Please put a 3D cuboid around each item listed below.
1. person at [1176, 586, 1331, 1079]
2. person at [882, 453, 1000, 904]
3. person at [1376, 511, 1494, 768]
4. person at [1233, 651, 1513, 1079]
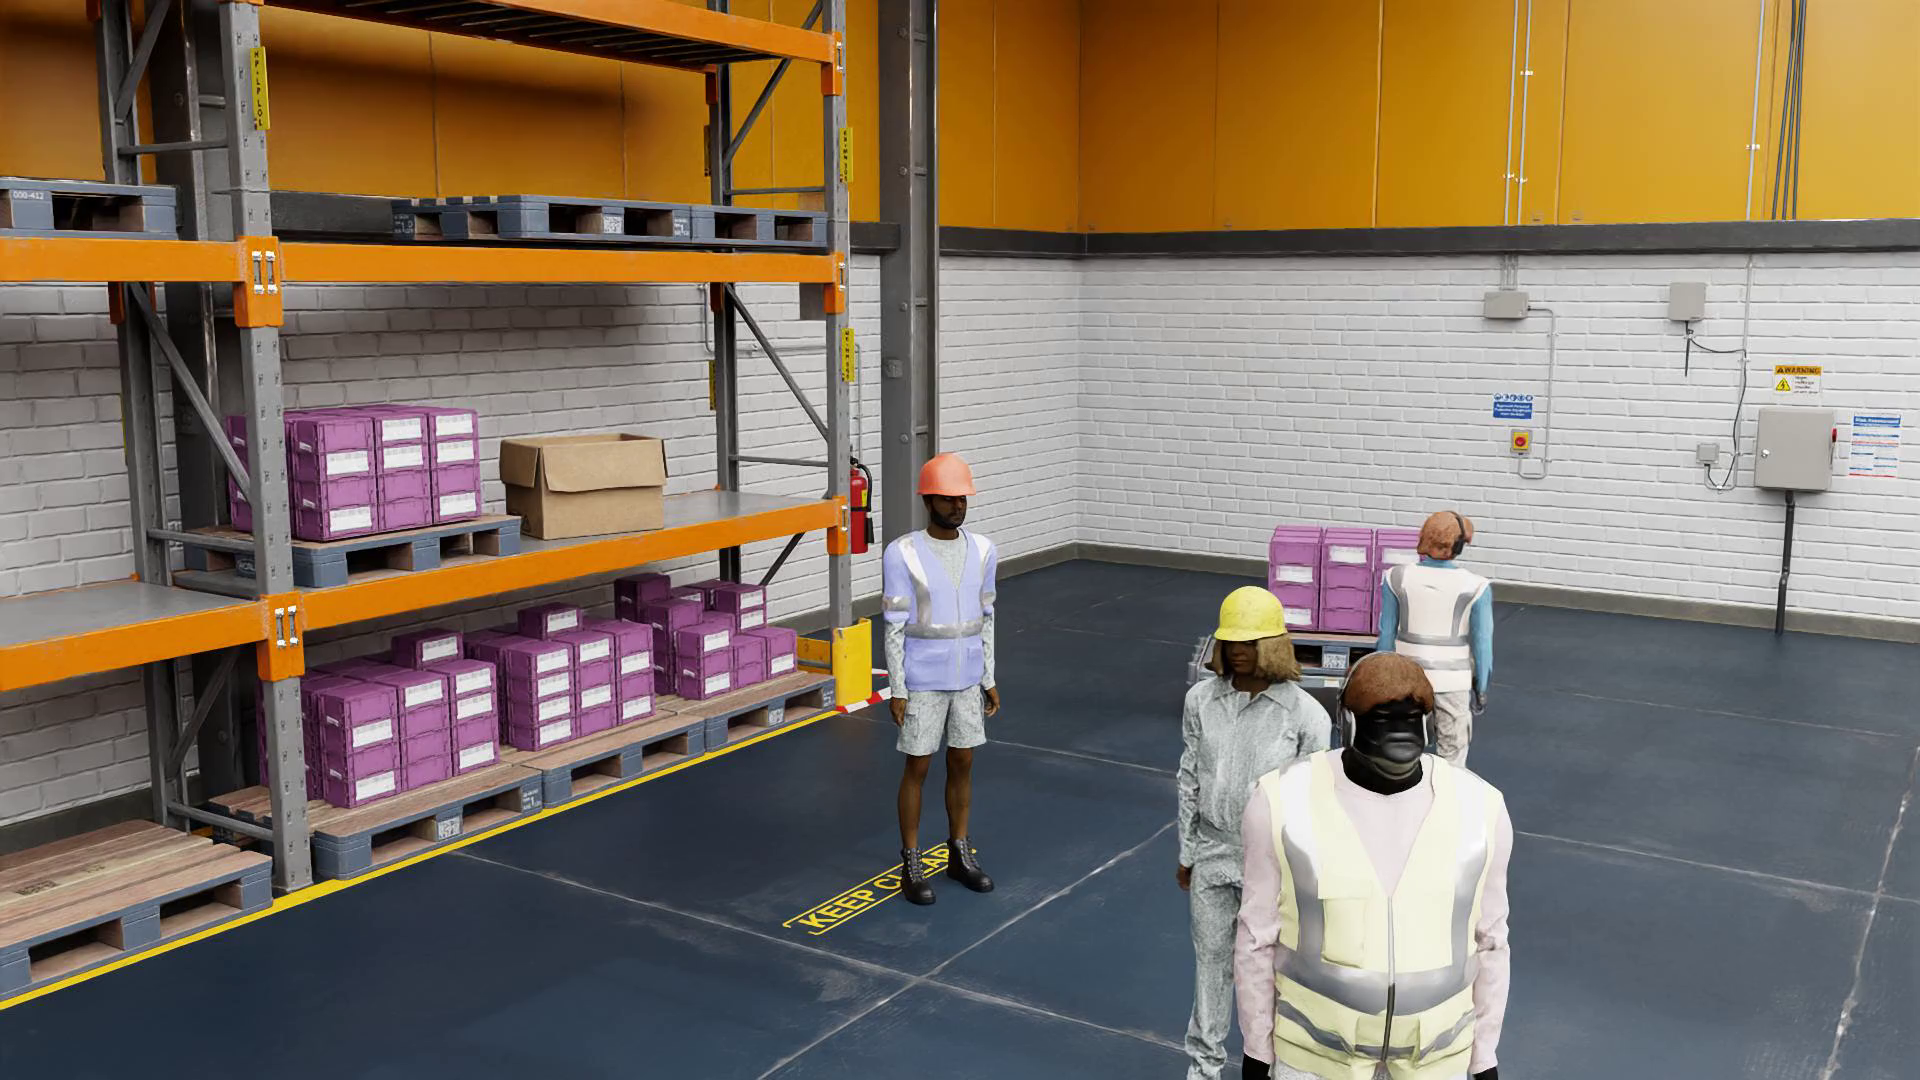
[{"bbox_3d":[0.892,1.001,5.175,0.486,1.744,0.311,5,10,32],"label":"person"},{"bbox_3d":[-0.066,0.590,7.201,0.545,1.942,0.353,-5,10,-30],"label":"person"},{"bbox_3d":[2.179,0.673,7.674,0.528,1.626,0.334,4,10,26],"label":"person"},{"bbox_3d":[0.941,1.160,3.814,0.625,1.846,0.429,1,9,4],"label":"person"}]
